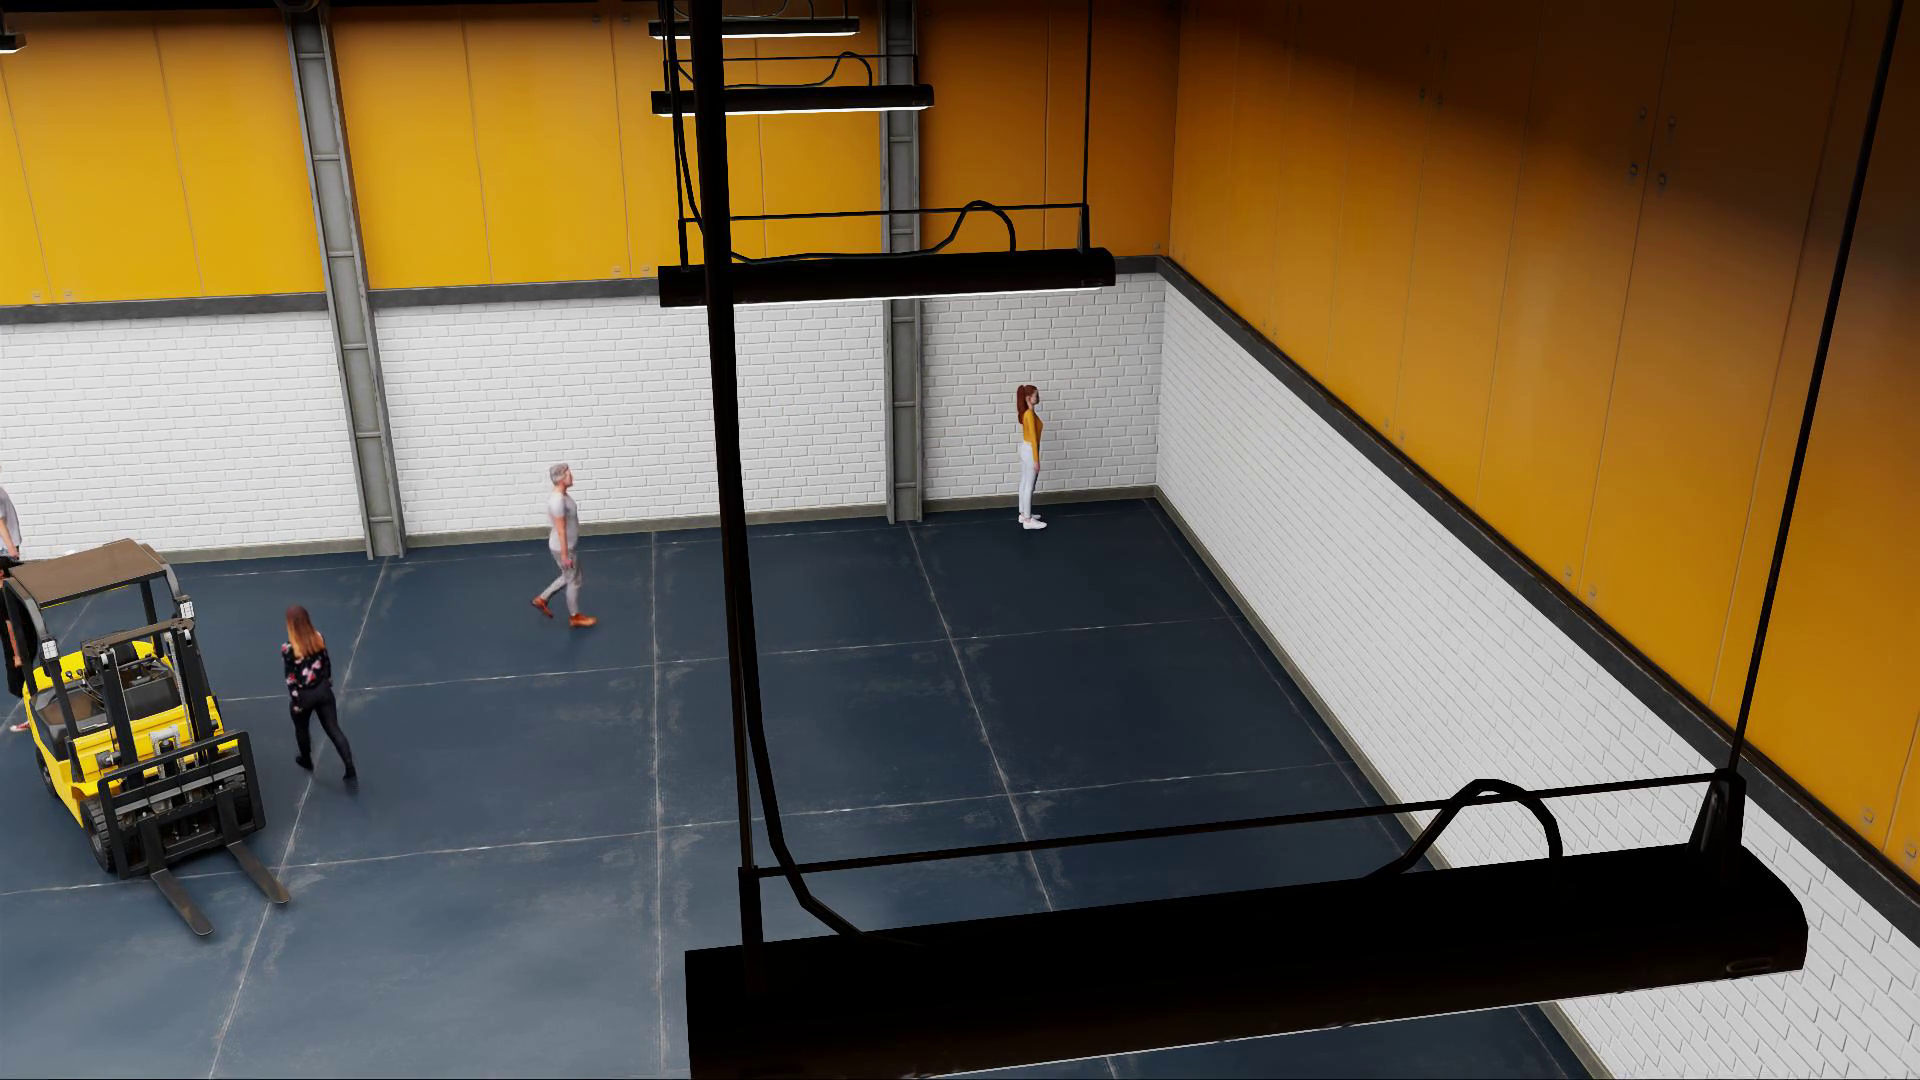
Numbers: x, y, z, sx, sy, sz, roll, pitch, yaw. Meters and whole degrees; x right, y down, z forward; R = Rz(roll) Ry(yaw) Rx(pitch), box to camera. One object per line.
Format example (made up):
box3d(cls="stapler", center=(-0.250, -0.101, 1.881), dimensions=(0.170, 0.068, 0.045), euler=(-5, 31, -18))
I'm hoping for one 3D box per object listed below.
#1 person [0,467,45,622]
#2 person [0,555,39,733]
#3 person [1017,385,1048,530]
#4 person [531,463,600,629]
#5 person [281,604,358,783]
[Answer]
box3d(cls="person", center=(-9.865, -0.018, 17.151), dimensions=(0.712, 1.887, 0.748), euler=(-14, 27, -30))
box3d(cls="person", center=(-8.456, 0.946, 15.113), dimensions=(0.883, 1.752, 0.745), euler=(-10, 26, -22))
box3d(cls="person", center=(0.815, -0.993, 19.551), dimensions=(0.549, 1.751, 0.564), euler=(-4, 24, -9))
box3d(cls="person", center=(-4.132, 0.085, 17.010), dimensions=(0.888, 1.812, 0.690), euler=(-5, 24, -11))
box3d(cls="person", center=(-5.516, 1.365, 14.290), dimensions=(1.076, 1.644, 1.071), euler=(20, 31, 38))
